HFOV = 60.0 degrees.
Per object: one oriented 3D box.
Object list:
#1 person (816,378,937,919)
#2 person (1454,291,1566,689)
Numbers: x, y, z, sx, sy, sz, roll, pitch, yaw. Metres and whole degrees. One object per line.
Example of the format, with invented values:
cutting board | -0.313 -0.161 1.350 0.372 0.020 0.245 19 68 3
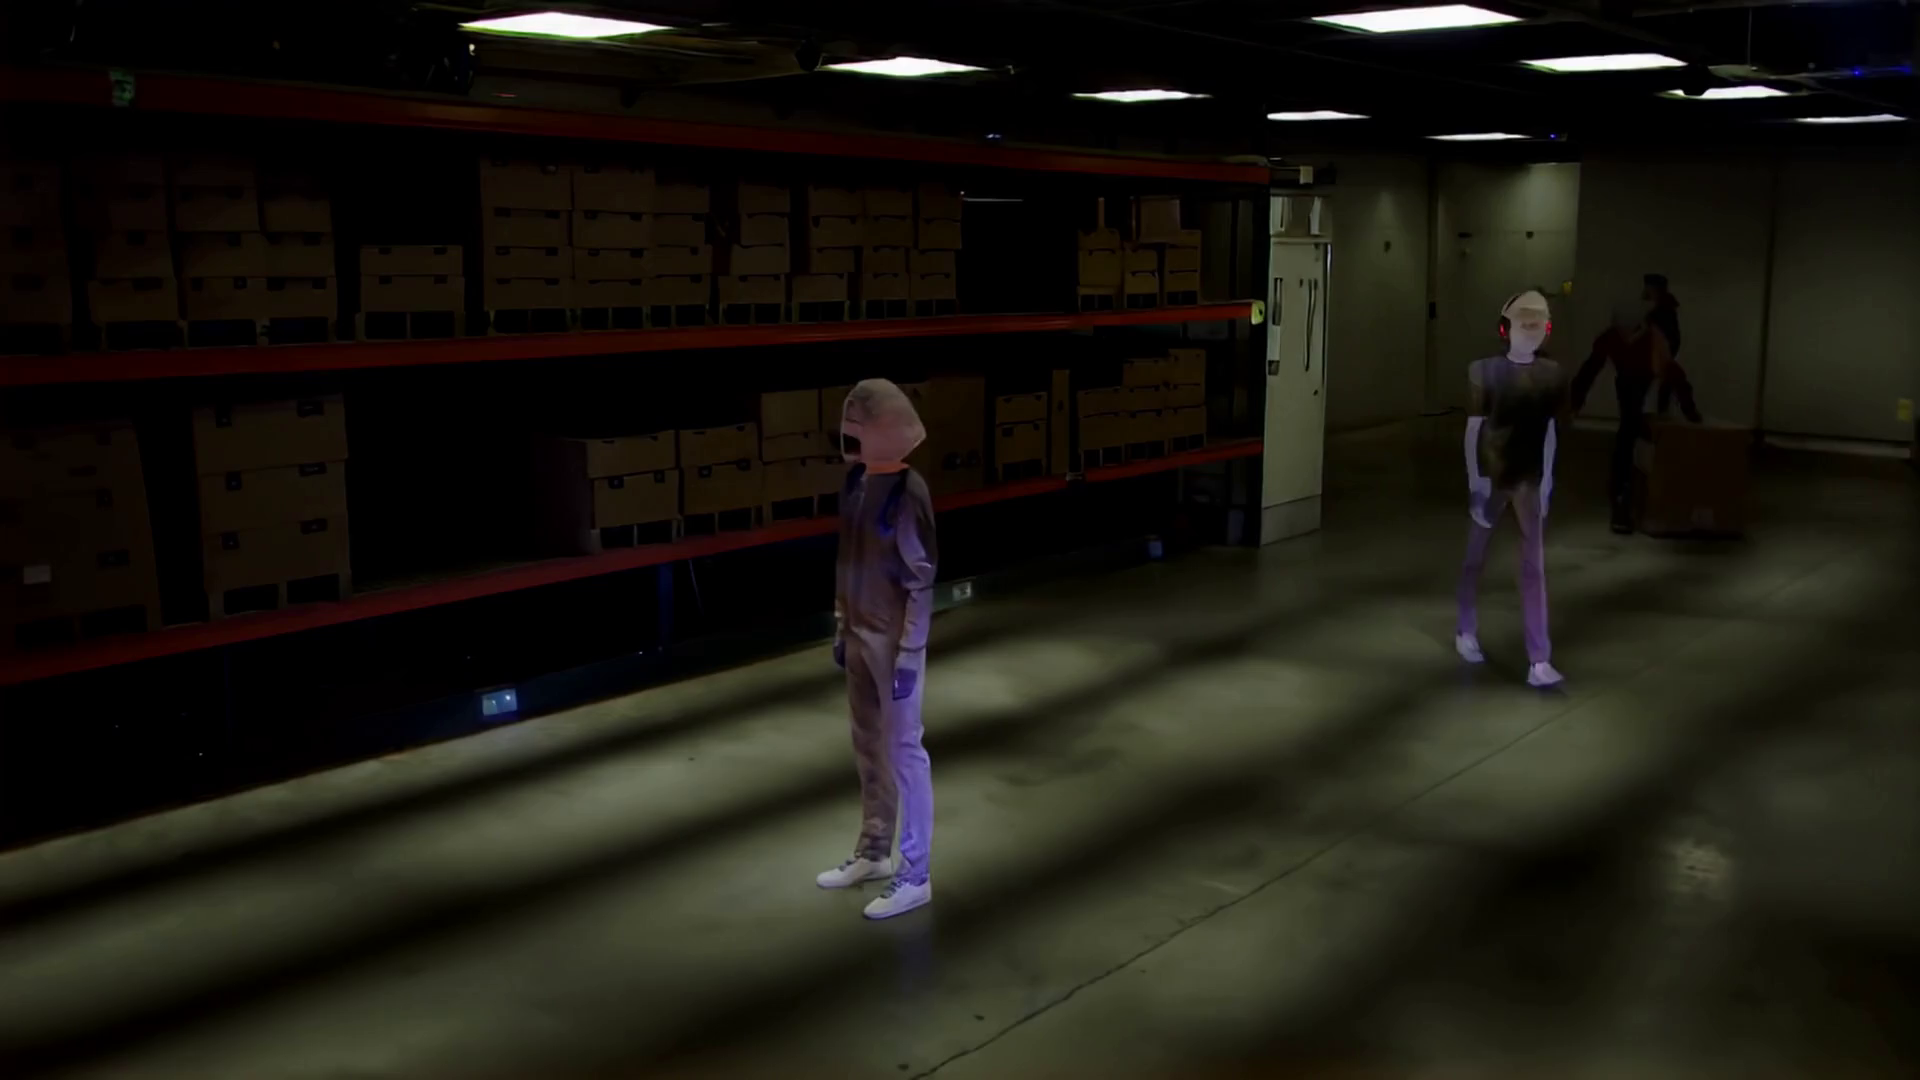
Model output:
person | -0.245 0.322 5.079 0.289 1.634 0.499 -6 12 -31
person | 2.581 -0.247 7.798 0.494 1.822 0.986 0 10 -2
